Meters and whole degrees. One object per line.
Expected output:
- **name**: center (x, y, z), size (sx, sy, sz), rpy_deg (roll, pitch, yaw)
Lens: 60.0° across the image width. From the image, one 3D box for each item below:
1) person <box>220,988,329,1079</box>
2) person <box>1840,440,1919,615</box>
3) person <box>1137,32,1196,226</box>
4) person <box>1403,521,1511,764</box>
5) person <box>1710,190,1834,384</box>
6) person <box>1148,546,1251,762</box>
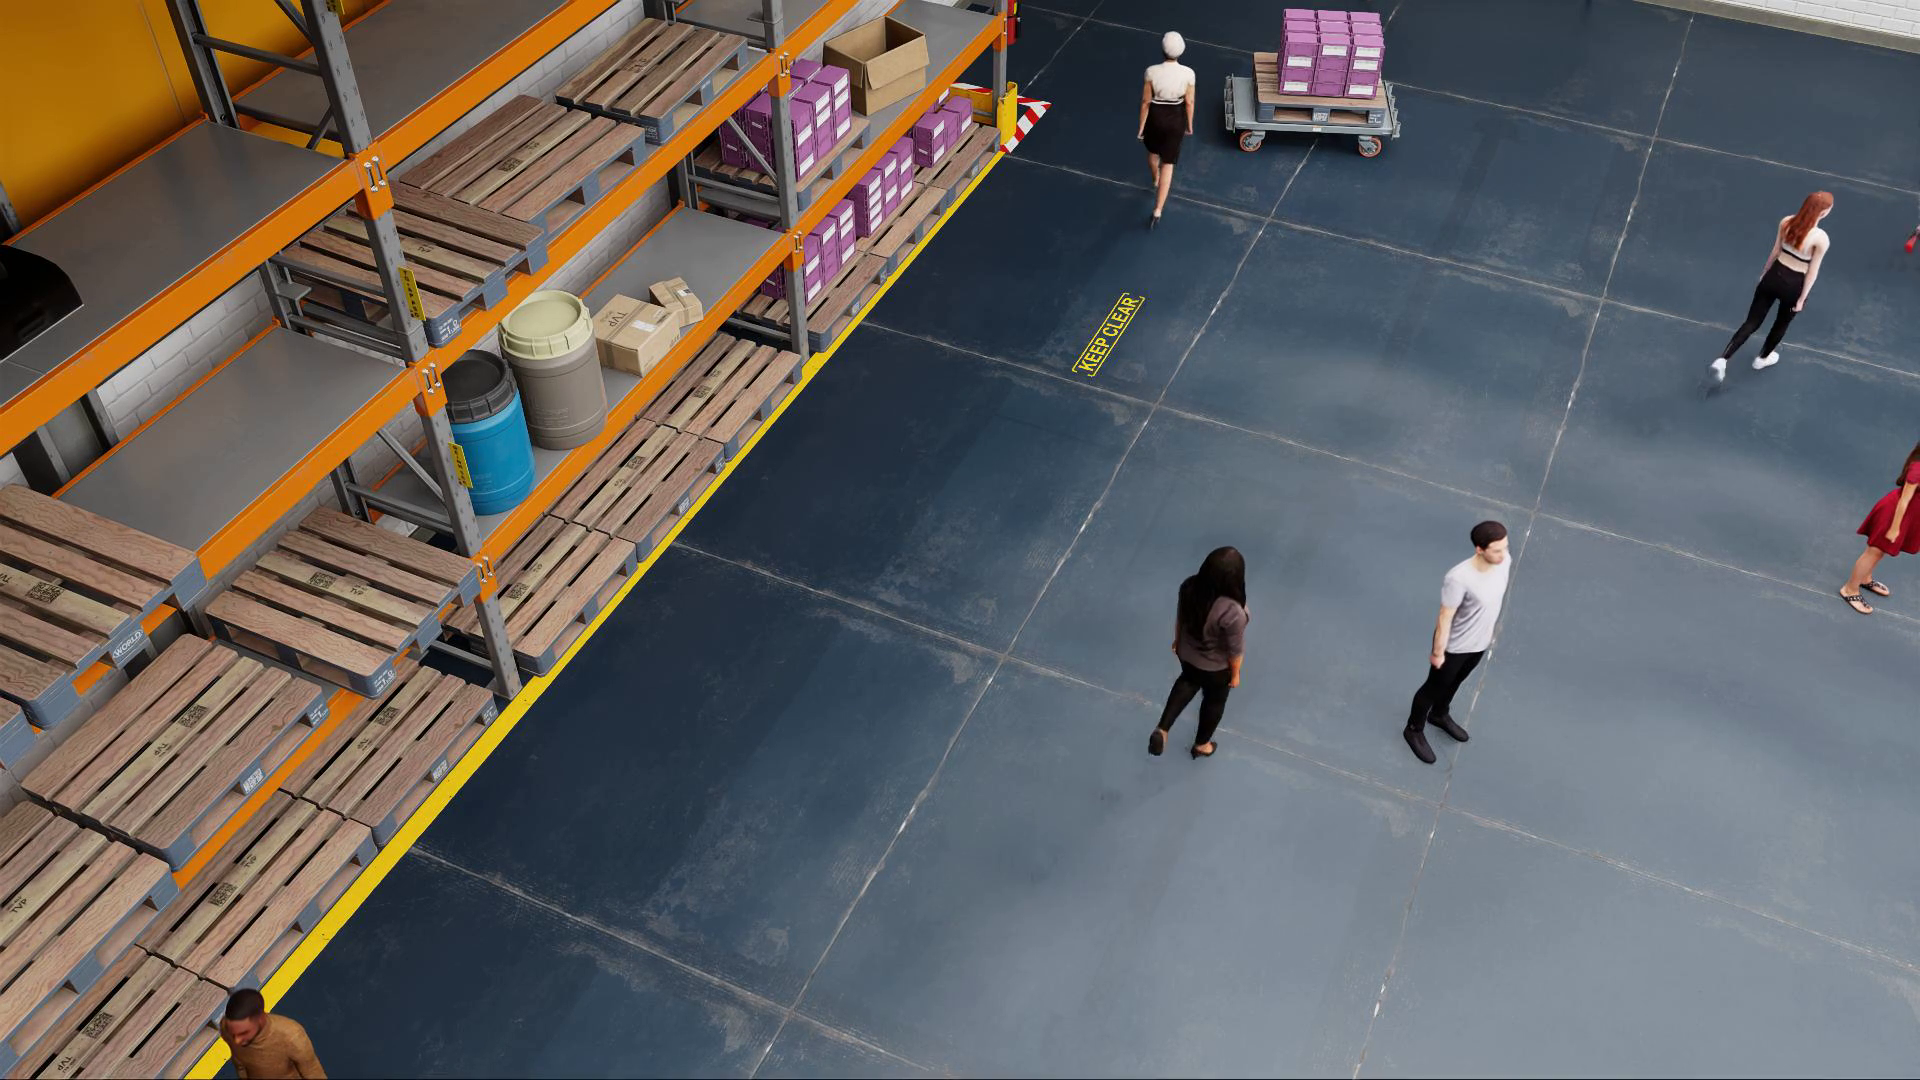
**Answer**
- **person**: center (-3.232, 2.685, 8.071), size (0.669, 1.816, 0.606), rpy_deg (10, 45, 11)
- **person**: center (6.390, -0.192, 11.281), size (0.643, 1.553, 0.704), rpy_deg (-32, 52, -29)
- **person**: center (1.816, -3.608, 14.754), size (0.846, 1.710, 1.173), rpy_deg (6, 44, 6)
- **person**: center (3.082, 0.590, 10.236), size (0.676, 1.863, 0.806), rpy_deg (-26, 49, -25)
- **person**: center (6.361, -1.944, 13.002), size (1.173, 1.716, 0.970), rpy_deg (-24, 49, -23)
- **person**: center (1.430, 0.769, 10.077), size (0.921, 1.824, 0.819), rpy_deg (-32, 52, -29)
